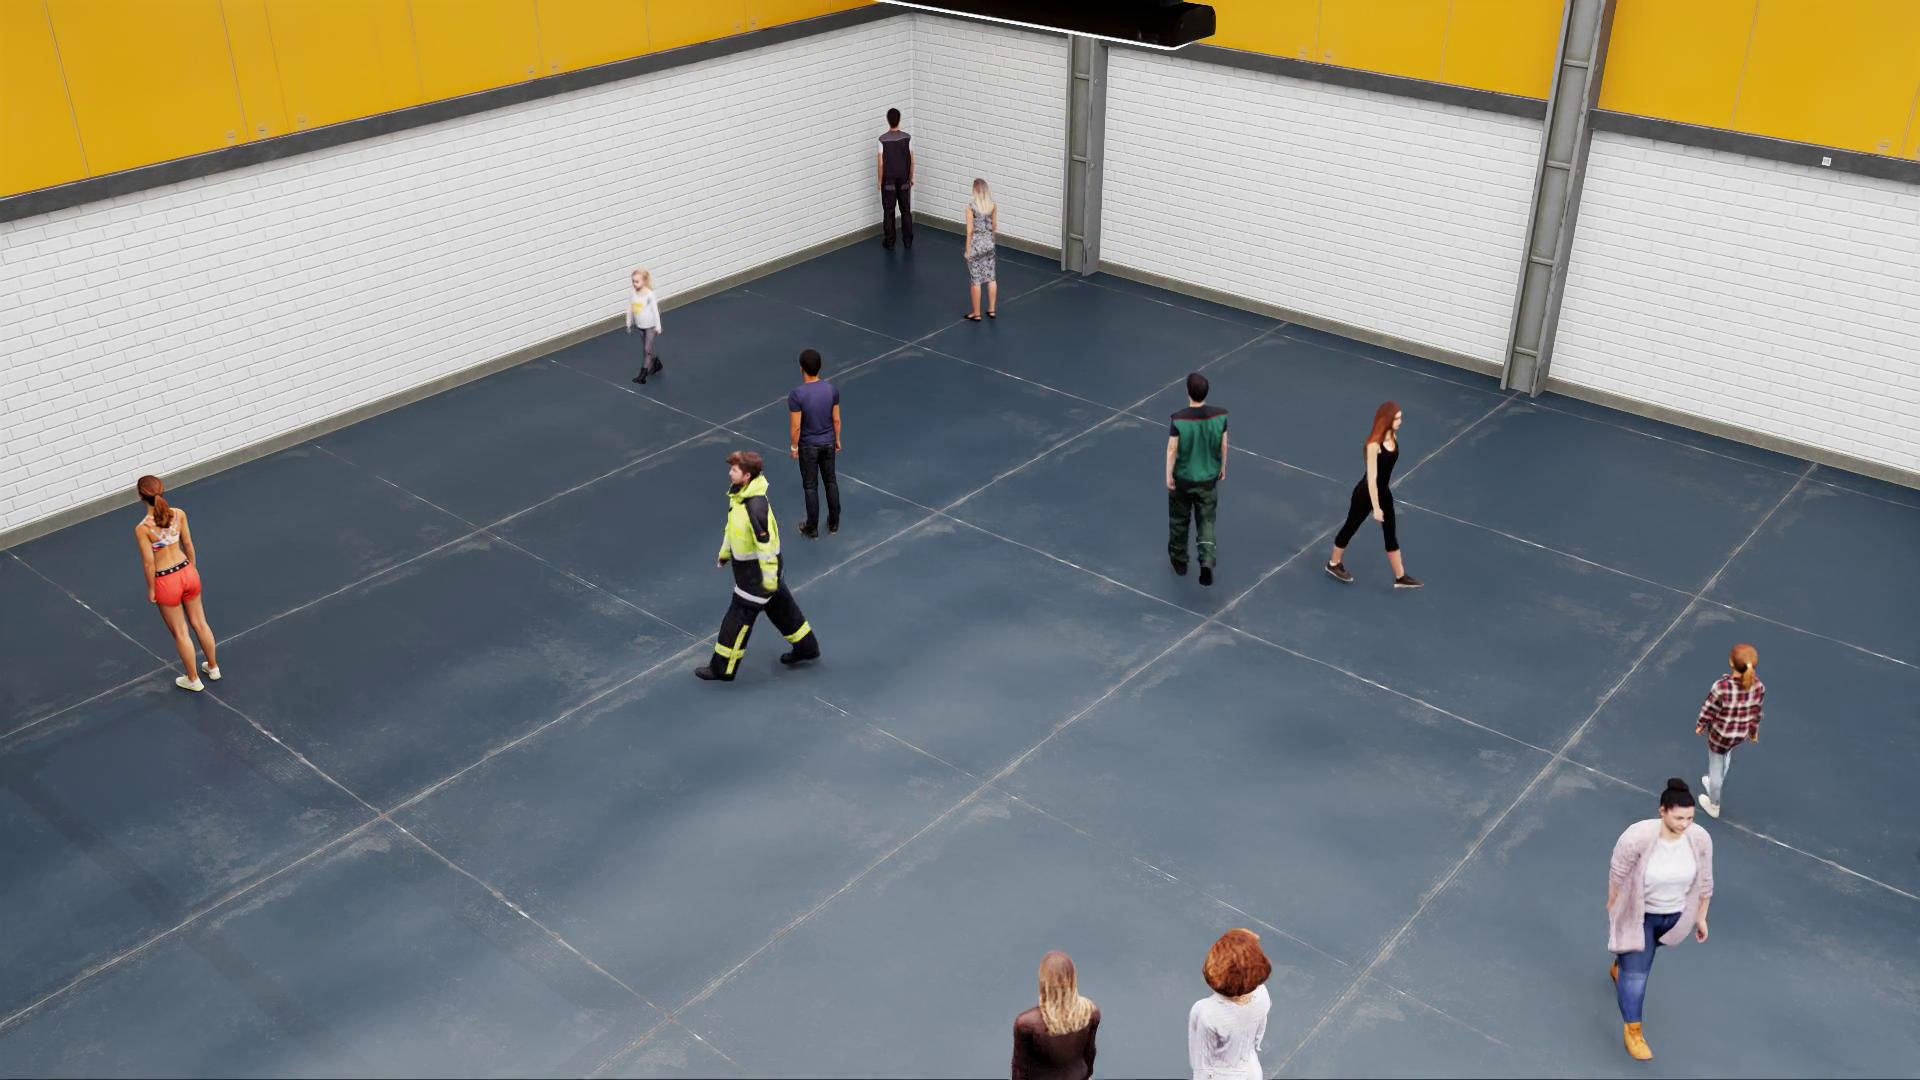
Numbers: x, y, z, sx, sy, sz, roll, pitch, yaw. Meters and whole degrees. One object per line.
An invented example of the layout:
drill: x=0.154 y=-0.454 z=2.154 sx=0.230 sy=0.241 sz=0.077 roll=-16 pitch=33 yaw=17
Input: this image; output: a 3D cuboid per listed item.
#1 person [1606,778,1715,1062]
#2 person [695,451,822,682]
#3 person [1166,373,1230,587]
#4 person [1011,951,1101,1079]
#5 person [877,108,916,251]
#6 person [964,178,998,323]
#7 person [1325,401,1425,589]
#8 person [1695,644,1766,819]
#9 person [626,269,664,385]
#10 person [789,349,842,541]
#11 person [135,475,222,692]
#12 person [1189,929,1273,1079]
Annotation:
person: x=3.962 y=2.053 z=9.592 sx=1.118 sy=1.702 sz=1.156 roll=-1 pitch=29 yaw=-3
person: x=-1.466 y=0.197 z=12.757 sx=1.286 sy=1.931 sz=1.311 roll=-7 pitch=29 yaw=-12
person: x=2.011 y=-0.481 z=14.050 sx=1.048 sy=1.883 sz=1.103 roll=-2 pitch=29 yaw=-4
person: x=0.491 y=2.786 z=8.258 sx=0.742 sy=1.693 sz=0.790 roll=-6 pitch=29 yaw=-11
person: x=-0.842 y=-4.756 z=21.923 sx=0.744 sy=1.847 sz=0.767 roll=-7 pitch=29 yaw=-13
person: x=0.251 y=-3.419 z=19.624 sx=0.634 sy=1.702 sz=0.608 roll=-15 pitch=32 yaw=-25
person: x=3.403 y=-0.386 z=14.079 sx=0.676 sy=1.688 sz=1.109 roll=-24 pitch=36 yaw=-36
person: x=5.275 y=1.331 z=11.345 sx=0.716 sy=1.291 sz=0.773 roll=-1 pitch=29 yaw=-2
person: x=-3.393 y=-2.363 z=18.157 sx=0.839 sy=1.252 sz=0.689 roll=13 pitch=31 yaw=23
person: x=-1.277 y=-0.854 z=14.831 sx=0.709 sy=1.789 sz=0.663 roll=-14 pitch=32 yaw=-25
person: x=-5.978 y=0.327 z=12.665 sx=0.580 sy=1.790 sz=0.614 roll=17 pitch=33 yaw=28
person: x=1.382 y=2.757 z=8.315 sx=0.804 sy=1.691 sz=0.849 roll=-17 pitch=33 yaw=-28
